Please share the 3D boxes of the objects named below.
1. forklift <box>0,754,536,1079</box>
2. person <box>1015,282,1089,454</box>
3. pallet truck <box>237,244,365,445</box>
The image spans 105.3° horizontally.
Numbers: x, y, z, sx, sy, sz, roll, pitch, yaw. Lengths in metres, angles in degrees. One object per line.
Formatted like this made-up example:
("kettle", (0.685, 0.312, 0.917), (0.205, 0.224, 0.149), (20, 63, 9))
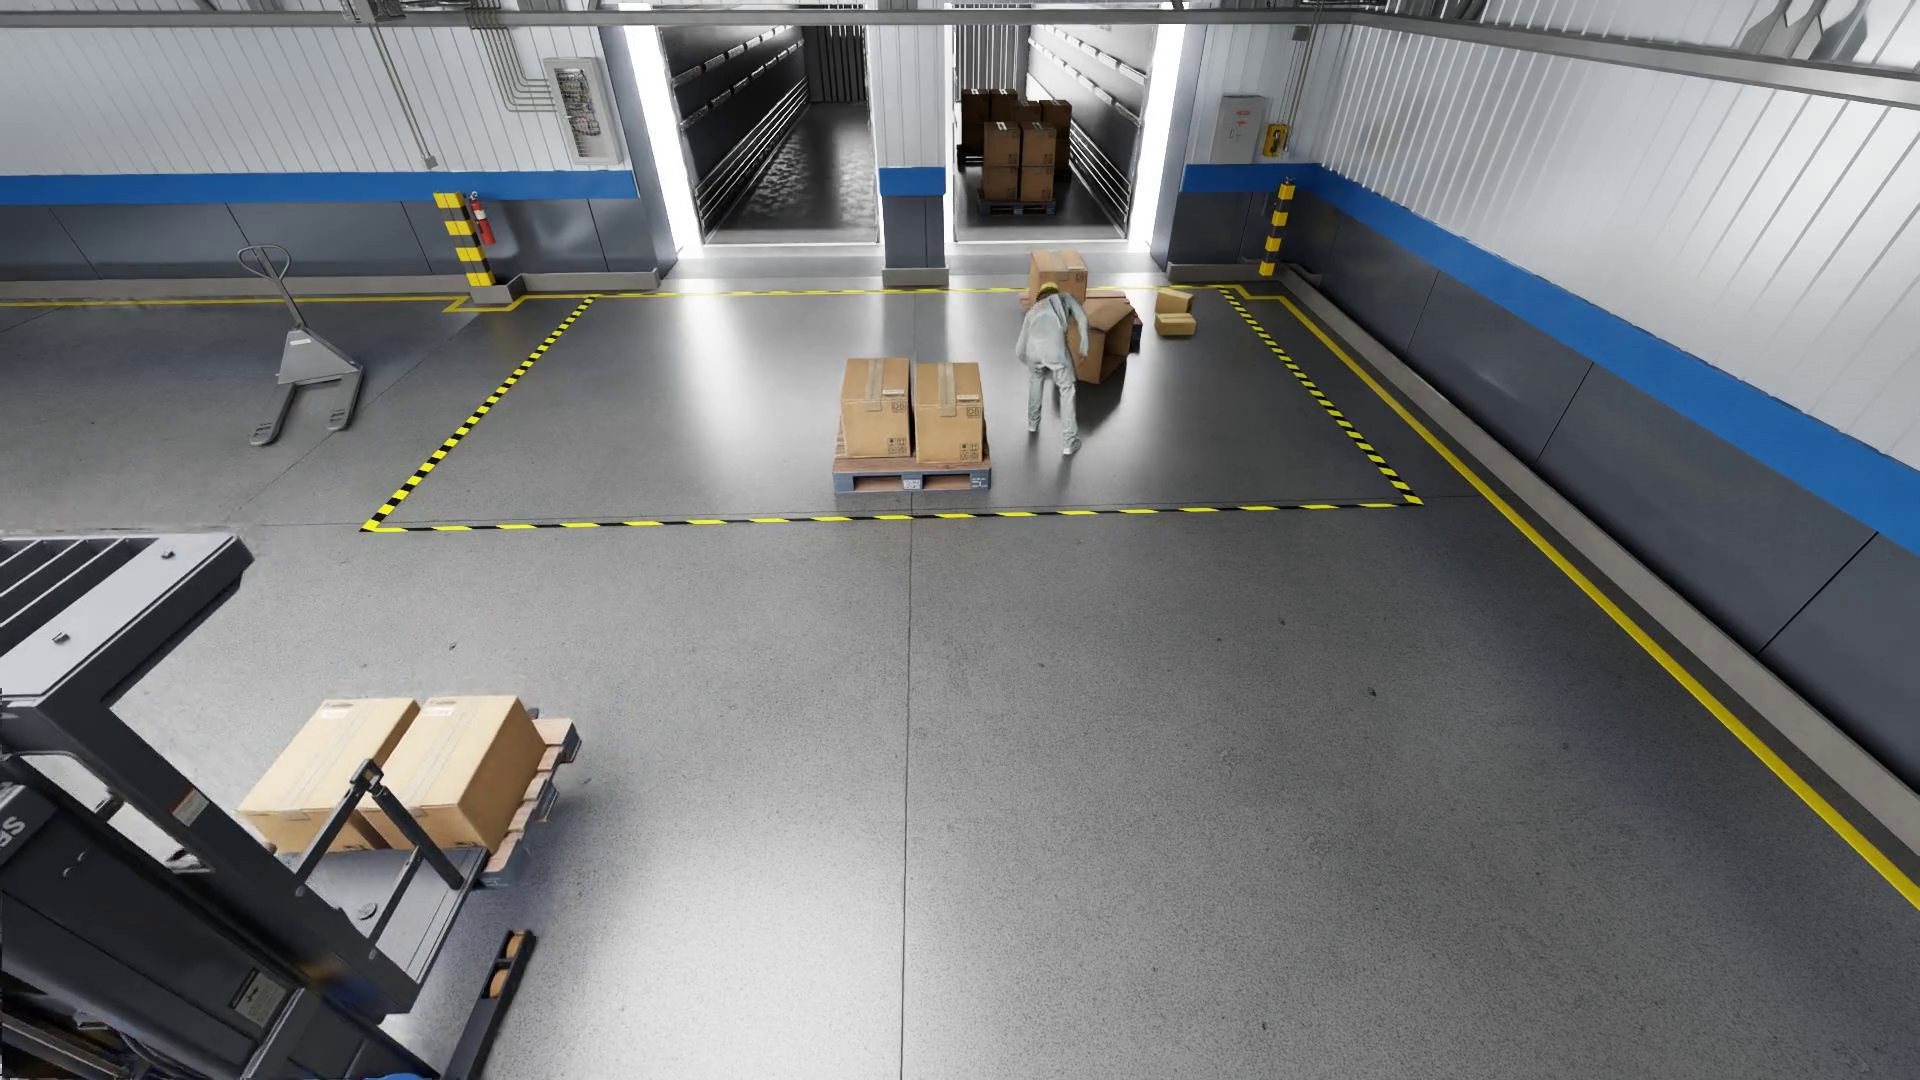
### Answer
("forklift", (-2.112, 1.420, 1.746), (0.716, 2.013, 0.776), (-1, 38, -1))
("person", (0.818, -1.457, 6.094), (0.754, 1.157, 0.789), (23, 44, 27))
("pallet truck", (-5.915, -1.733, 6.366), (0.680, 1.201, 1.601), (-18, 42, -21))
